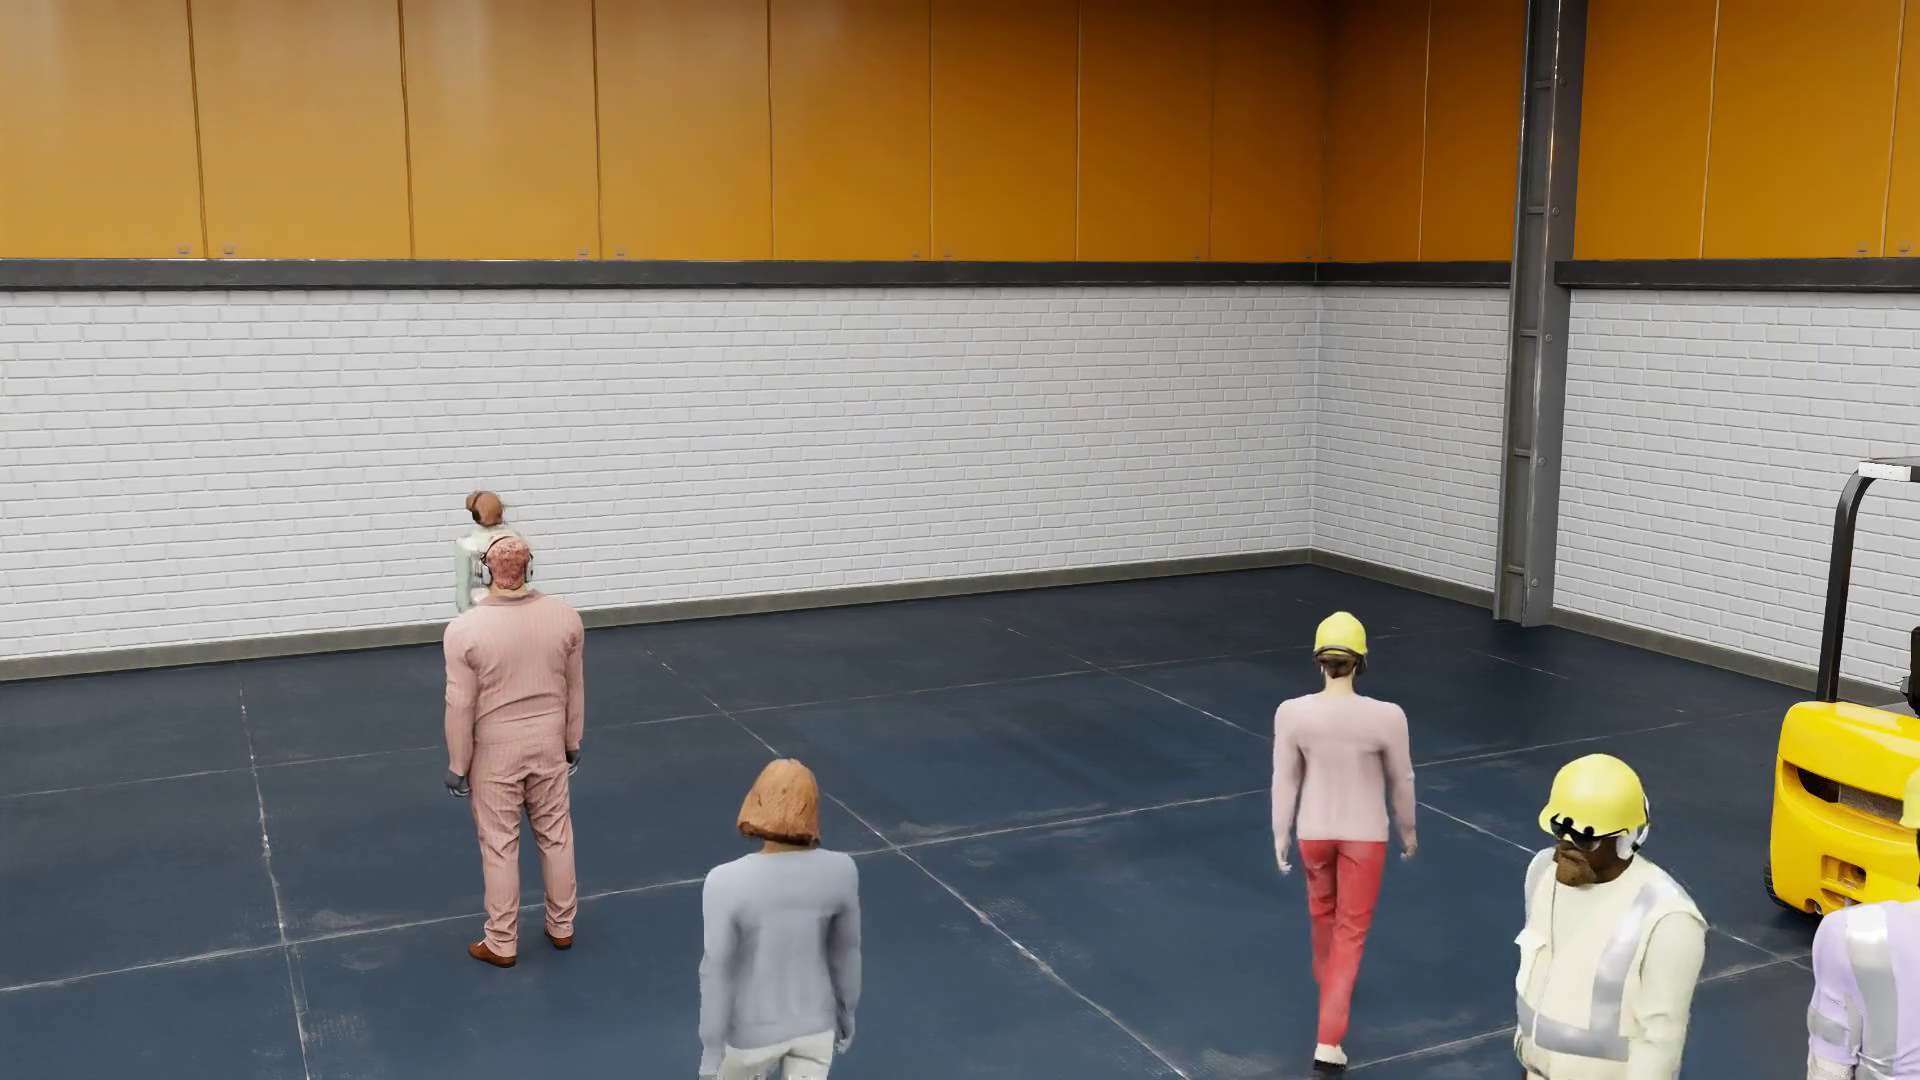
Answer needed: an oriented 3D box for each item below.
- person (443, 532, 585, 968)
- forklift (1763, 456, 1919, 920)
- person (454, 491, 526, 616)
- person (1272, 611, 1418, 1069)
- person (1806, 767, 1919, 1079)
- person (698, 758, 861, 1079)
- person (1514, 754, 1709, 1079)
[{"bbox_3d":[-1.962,0.914,7.311,0.638,1.909,0.408,-8,12,-39],"label":"person"},{"bbox_3d":[4.857,0.731,7.561,2.313,2.155,1.214,-4,10,-25],"label":"forklift"},{"bbox_3d":[-3.050,0.486,10.847,0.517,1.628,0.379,-8,12,-41],"label":"person"},{"bbox_3d":[1.484,1.136,6.497,0.531,1.726,0.872,6,11,31],"label":"person"},{"bbox_3d":[2.287,1.453,3.923,0.585,1.922,0.372,3,10,16],"label":"person"},{"bbox_3d":[-0.516,1.454,4.887,0.540,1.599,0.448,-4,10,-25],"label":"person"},{"bbox_3d":[1.656,1.429,4.417,0.428,1.807,0.609,-3,10,-19],"label":"person"}]
